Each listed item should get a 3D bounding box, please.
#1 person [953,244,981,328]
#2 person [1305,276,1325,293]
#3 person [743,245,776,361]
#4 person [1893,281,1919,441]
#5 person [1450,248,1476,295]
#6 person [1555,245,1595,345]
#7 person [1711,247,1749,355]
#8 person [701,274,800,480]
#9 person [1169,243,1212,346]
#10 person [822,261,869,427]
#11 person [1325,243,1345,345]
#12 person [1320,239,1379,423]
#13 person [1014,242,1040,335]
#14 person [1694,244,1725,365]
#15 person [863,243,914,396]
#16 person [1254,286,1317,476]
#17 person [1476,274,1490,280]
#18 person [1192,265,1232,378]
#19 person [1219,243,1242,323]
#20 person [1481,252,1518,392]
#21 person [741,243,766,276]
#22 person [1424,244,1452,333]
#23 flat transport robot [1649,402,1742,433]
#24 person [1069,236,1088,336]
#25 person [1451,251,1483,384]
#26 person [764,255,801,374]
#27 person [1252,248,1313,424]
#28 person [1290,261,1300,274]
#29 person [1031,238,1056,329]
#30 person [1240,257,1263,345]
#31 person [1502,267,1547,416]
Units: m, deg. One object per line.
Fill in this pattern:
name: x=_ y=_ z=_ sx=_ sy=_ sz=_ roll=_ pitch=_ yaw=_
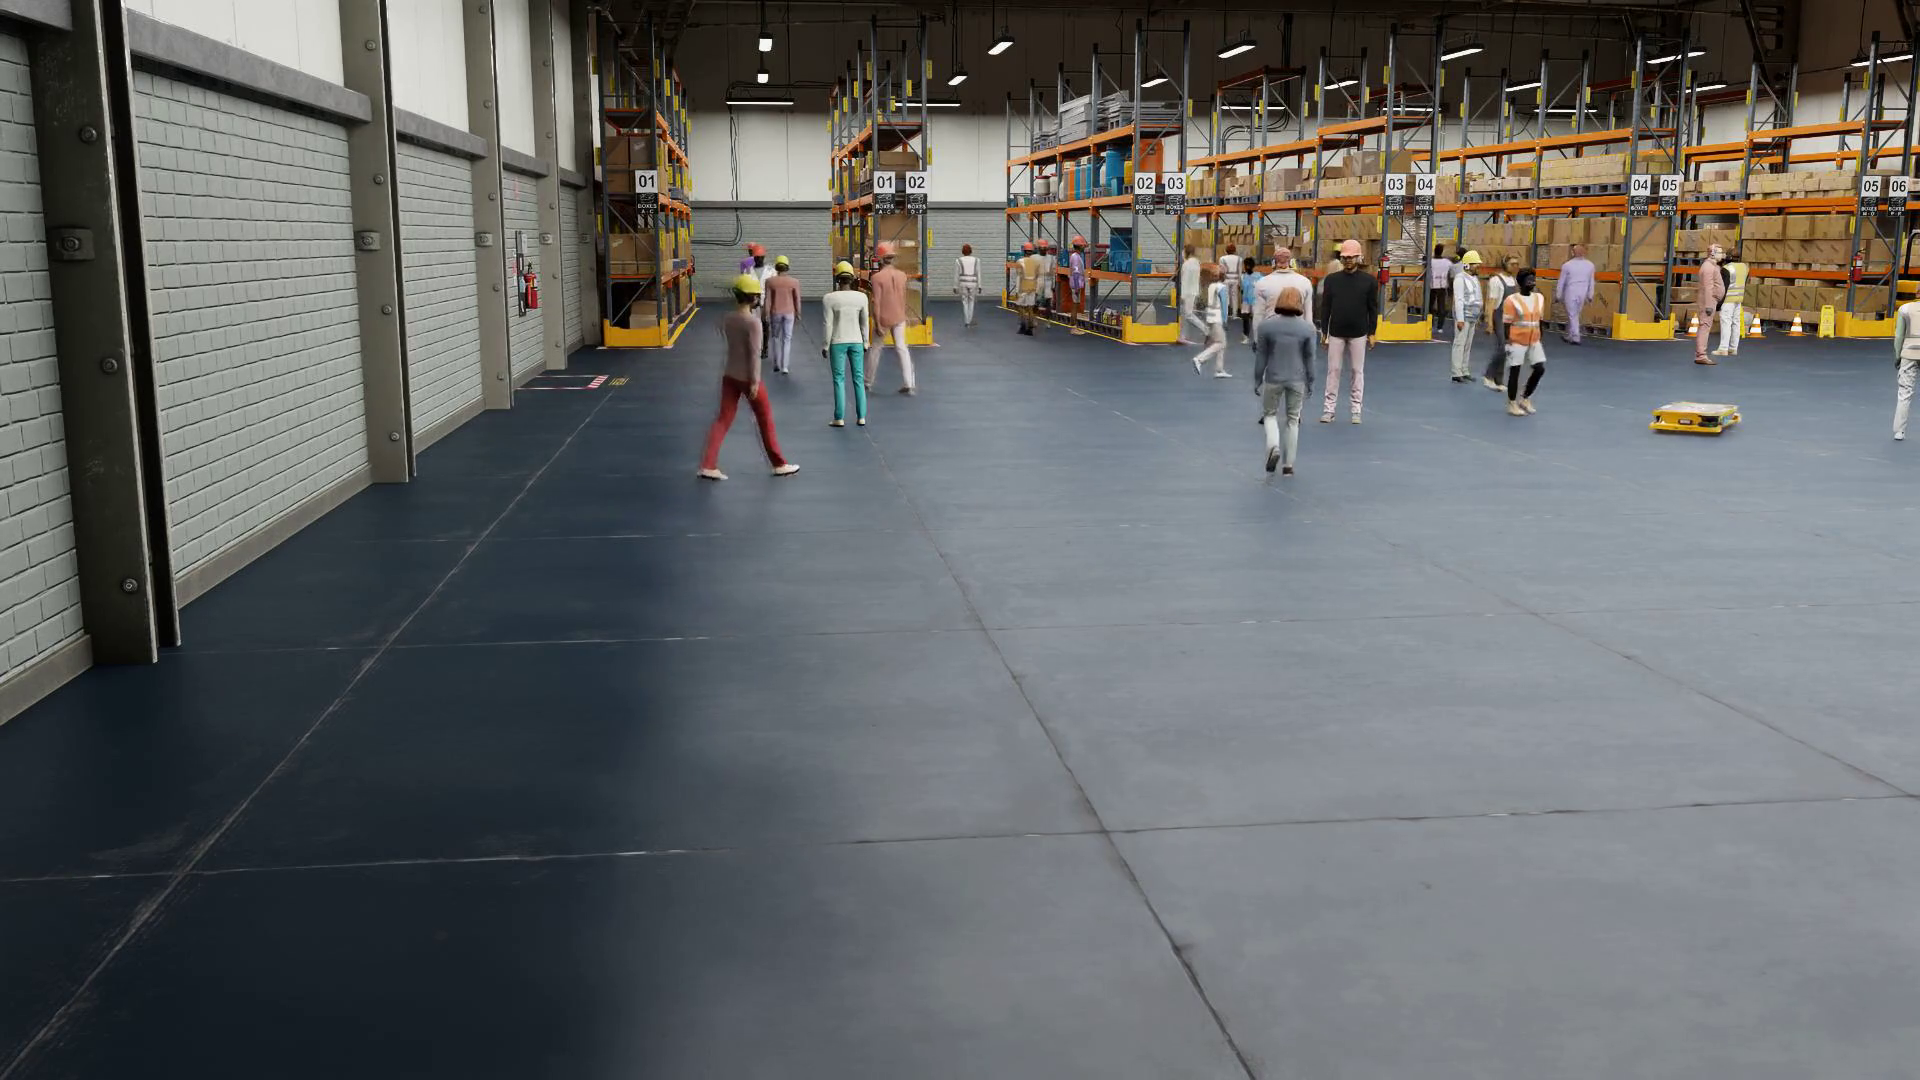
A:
person: x=0.135 y=-5.712 z=37.395 sx=0.614 sy=1.856 sz=0.803 roll=-2 pitch=11 yaw=-13
person: x=9.257 y=-6.729 z=43.061 sx=0.640 sy=1.830 sz=0.608 roll=1 pitch=10 yaw=6
person: x=-3.310 y=-3.946 z=27.647 sx=0.556 sy=1.895 sz=0.972 roll=-1 pitch=10 yaw=-5
person: x=9.529 y=-1.785 z=16.478 sx=0.520 sy=1.640 sz=0.307 roll=10 pitch=14 yaw=43
person: x=9.824 y=-4.775 z=32.446 sx=0.536 sy=1.801 sz=0.973 roll=3 pitch=11 yaw=14
person: x=11.604 y=-4.635 z=31.499 sx=0.669 sy=1.850 sz=0.980 roll=-2 pitch=10 yaw=-8
person: x=13.214 y=-4.091 z=28.568 sx=0.622 sy=1.844 sz=0.429 roll=-6 pitch=12 yaw=-29
person: x=-1.796 y=-1.357 z=13.915 sx=0.524 sy=1.721 sz=0.911 roll=10 pitch=14 yaw=44
person: x=4.308 y=-4.521 z=30.750 sx=0.845 sy=1.915 sz=0.638 roll=5 pitch=11 yaw=25
person: x=-1.232 y=-2.092 z=17.817 sx=0.533 sy=1.767 sz=0.326 roll=-5 pitch=11 yaw=-24
person: x=7.197 y=-4.624 z=31.319 sx=0.792 sy=1.896 sz=0.614 roll=-2 pitch=11 yaw=-13
person: x=4.229 y=-2.263 z=18.123 sx=0.613 sy=1.995 sz=0.391 roll=4 pitch=11 yaw=22
person: x=1.370 y=-5.182 z=34.335 sx=0.565 sy=1.915 sz=0.510 roll=-4 pitch=11 yaw=-22
person: x=11.975 y=-3.756 z=26.552 sx=0.406 sy=1.911 sz=0.637 roll=4 pitch=11 yaw=22
person: x=-0.943 y=-2.837 z=21.437 sx=0.617 sy=1.940 sz=1.040 roll=-8 pitch=13 yaw=-37
person: x=2.751 y=-1.334 z=14.060 sx=0.517 sy=1.617 sz=0.398 roll=2 pitch=10 yaw=9
person: x=14.234 y=-7.200 z=45.355 sx=0.632 sy=1.948 sz=1.041 roll=-1 pitch=10 yaw=-6
person: x=3.644 y=-3.130 z=23.882 sx=0.569 sy=1.620 sz=0.529 roll=-2 pitch=11 yaw=-11
person: x=6.365 y=-6.046 z=39.176 sx=0.579 sy=1.879 sz=0.344 roll=-1 pitch=10 yaw=-6
person: x=7.117 y=-2.835 z=21.726 sx=0.504 sy=1.832 sz=0.401 roll=-9 pitch=14 yaw=-40
person: x=-4.497 y=-5.547 z=36.414 sx=0.555 sy=1.885 sz=0.985 roll=0 pitch=10 yaw=1
person: x=10.138 y=-5.334 z=35.329 sx=0.622 sy=1.859 sz=1.009 roll=1 pitch=10 yaw=4
flat transport robot: x=7.804 y=-1.307 z=17.615 sx=0.652 sy=0.197 sz=1.431 roll=7 pitch=12 yaw=34
person: x=2.443 y=-5.230 z=34.263 sx=0.378 sy=2.040 sz=0.614 roll=1 pitch=10 yaw=5
person: x=7.053 y=-3.092 z=23.109 sx=0.404 sy=1.835 sz=0.586 roll=8 pitch=13 yaw=37
person: x=-2.641 y=-3.369 z=24.850 sx=0.548 sy=1.736 sz=0.752 roll=0 pitch=10 yaw=-2
person: x=3.469 y=-2.185 z=17.963 sx=0.639 sy=1.902 sz=0.407 roll=0 pitch=10 yaw=0
person: x=4.402 y=-2.979 z=22.757 sx=0.636 sy=1.722 sz=0.511 roll=4 pitch=11 yaw=23
person: x=1.808 y=-5.692 z=36.910 sx=0.616 sy=2.016 sz=0.929 roll=-2 pitch=11 yaw=-11
person: x=5.547 y=-4.515 z=31.383 sx=0.526 sy=1.656 sz=0.604 roll=9 pitch=14 yaw=40
person: x=6.382 y=-2.232 z=18.797 sx=0.563 sy=1.680 sz=0.401 roll=-3 pitch=11 yaw=-16
